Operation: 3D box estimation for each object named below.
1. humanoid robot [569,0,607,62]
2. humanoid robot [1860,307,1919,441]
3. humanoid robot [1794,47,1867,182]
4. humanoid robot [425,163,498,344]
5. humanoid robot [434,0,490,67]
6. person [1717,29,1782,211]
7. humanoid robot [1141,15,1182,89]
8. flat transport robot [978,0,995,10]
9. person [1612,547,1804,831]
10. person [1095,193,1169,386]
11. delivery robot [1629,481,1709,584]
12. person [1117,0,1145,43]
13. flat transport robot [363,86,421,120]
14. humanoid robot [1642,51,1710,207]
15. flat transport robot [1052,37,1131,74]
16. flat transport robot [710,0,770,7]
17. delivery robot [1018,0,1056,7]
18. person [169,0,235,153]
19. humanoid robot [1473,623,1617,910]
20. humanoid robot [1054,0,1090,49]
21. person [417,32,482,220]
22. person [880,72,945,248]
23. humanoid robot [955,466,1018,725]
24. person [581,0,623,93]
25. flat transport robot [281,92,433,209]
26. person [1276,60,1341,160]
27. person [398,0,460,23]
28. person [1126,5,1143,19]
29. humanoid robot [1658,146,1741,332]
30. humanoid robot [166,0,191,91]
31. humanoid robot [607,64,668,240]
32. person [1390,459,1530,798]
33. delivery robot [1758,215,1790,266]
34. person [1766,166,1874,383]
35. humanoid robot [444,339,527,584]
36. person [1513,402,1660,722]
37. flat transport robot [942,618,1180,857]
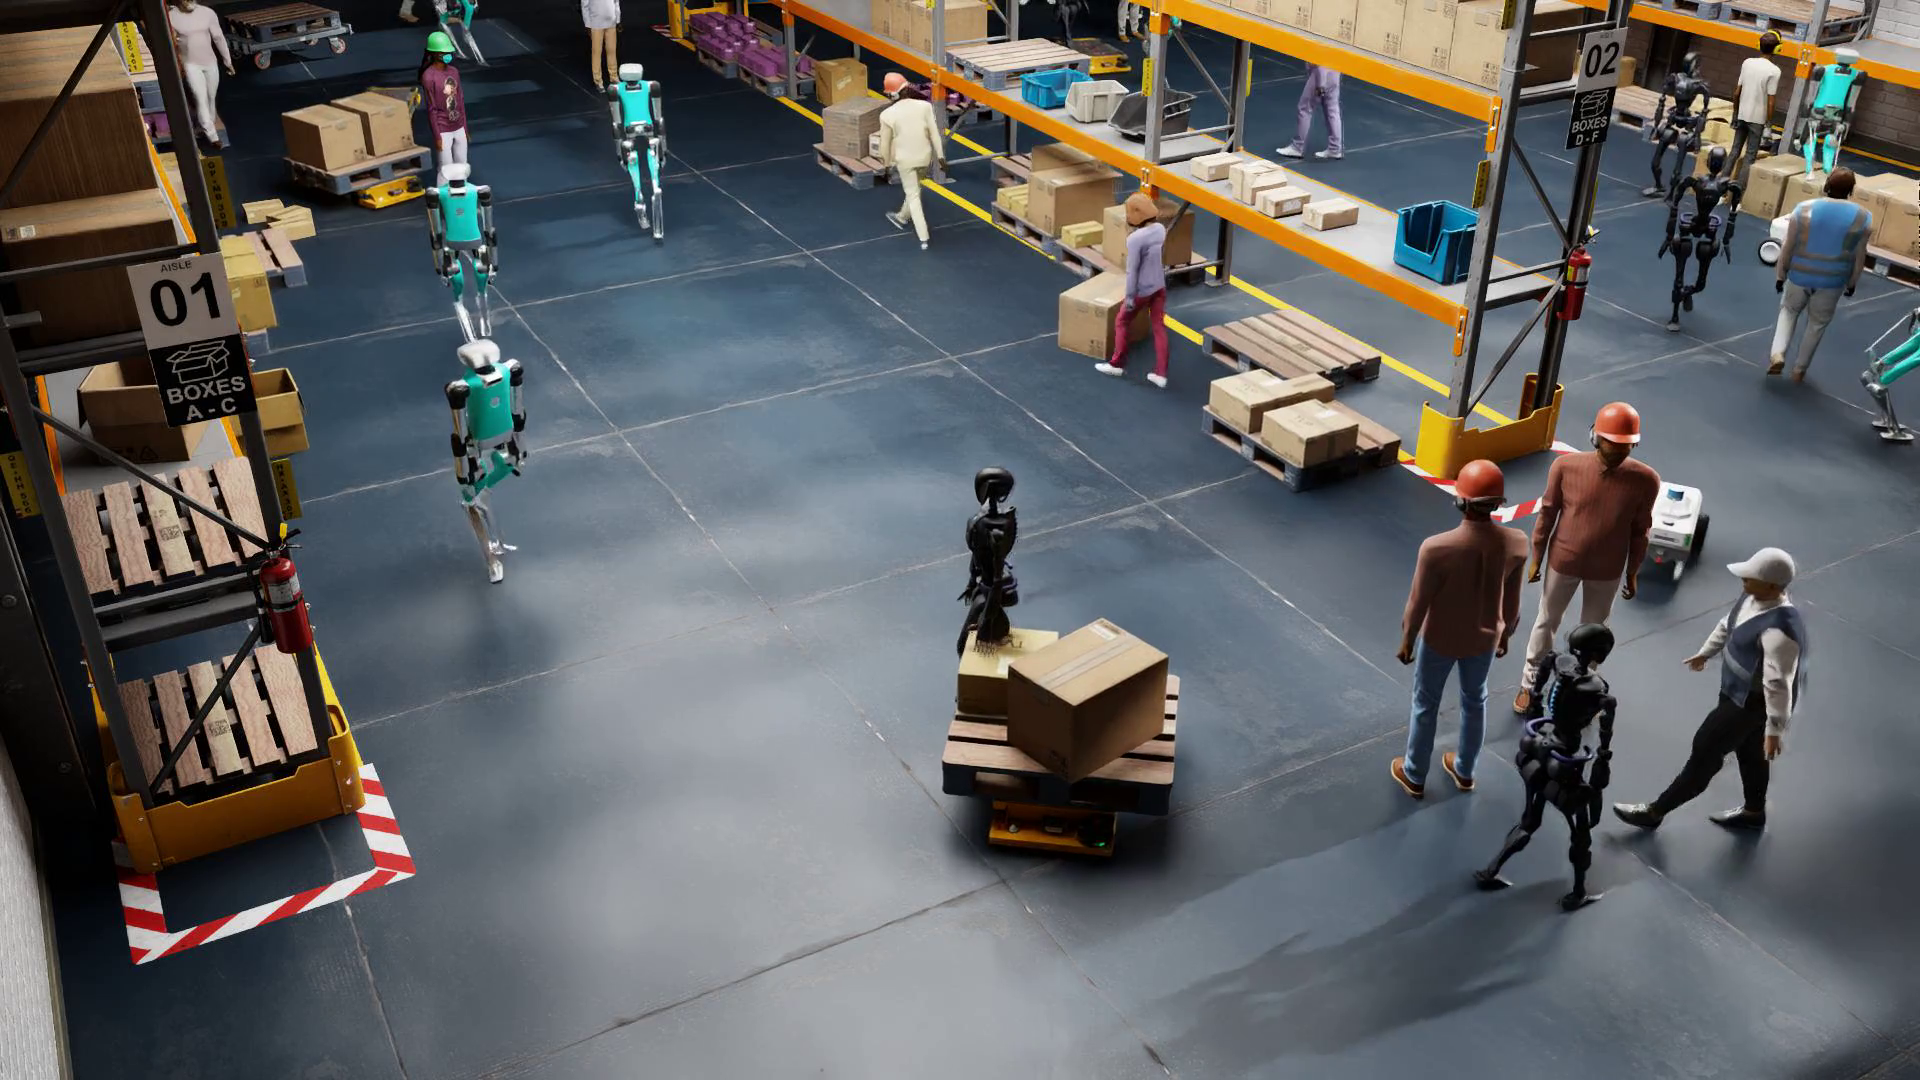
[{"bbox_3d":[-5.136,-7.444,22.970,0.589,1.672,0.367,11,32,18],"label":"humanoid robot"},{"bbox_3d":[7.216,-1.581,12.629,0.675,1.738,0.533,4,30,6],"label":"humanoid robot"},{"bbox_3d":[8.902,-4.070,17.043,0.557,1.781,0.826,4,30,8],"label":"humanoid robot"},{"bbox_3d":[-4.184,-2.382,14.161,0.551,1.851,0.847,-7,31,-13],"label":"humanoid robot"},{"bbox_3d":[-6.921,-7.375,22.806,0.828,1.777,0.530,22,37,33],"label":"humanoid robot"},{"bbox_3d":[8.331,-4.405,17.467,0.321,1.876,0.528,-12,32,-20],"label":"person"},{"bbox_3d":[2.621,-6.794,21.792,0.741,1.817,0.553,12,32,20],"label":"humanoid robot"},{"bbox_3d":[-0.196,-8.494,26.196,1.431,0.231,0.659,-3,30,-6],"label":"flat transport robot"},{"bbox_3d":[3.927,0.801,8.560,0.889,1.719,0.795,6,30,10],"label":"person"},{"bbox_3d":[1.461,-2.068,13.656,0.529,1.596,0.731,-26,39,-38],"label":"person"},{"bbox_3d":[4.816,-0.103,11.308,0.499,0.601,0.775,14,33,23],"label":"delivery robot"},{"bbox_3d":[2.502,-8.190,24.034,0.581,1.898,0.344,-21,36,-32],"label":"person"},{"bbox_3d":[-7.179,-5.407,20.822,0.659,0.231,1.431,-5,30,-8],"label":"flat transport robot"},{"bbox_3d":[7.617,-4.362,17.599,0.447,1.645,0.630,-20,36,-31],"label":"humanoid robot"},{"bbox_3d":[1.806,-6.751,23.162,0.659,0.231,1.431,-9,31,-15],"label":"flat transport robot"},{"bbox_3d":[-3.262,-8.685,26.528,1.431,0.231,0.659,-8,31,-13],"label":"flat transport robot"},{"bbox_3d":[1.124,-8.794,26.450,0.807,0.613,0.499,-8,31,-14],"label":"delivery robot"},{"bbox_3d":[-8.838,-5.513,19.393,0.982,1.876,0.626,26,39,37],"label":"person"},{"bbox_3d":[2.938,1.080,8.159,0.586,1.645,0.604,-12,32,-19],"label":"humanoid robot"},{"bbox_3d":[1.537,-7.406,22.930,0.600,1.619,0.790,-24,37,-35],"label":"humanoid robot"},{"bbox_3d":[-5.274,-4.252,17.139,0.431,1.944,0.482,16,34,26],"label":"person"},{"bbox_3d":[-0.508,-3.826,16.643,0.613,1.682,0.881,-16,33,-25],"label":"person"},{"bbox_3d":[0.139,0.346,9.391,0.377,1.657,0.600,-4,30,-7],"label":"humanoid robot"},{"bbox_3d":[-4.651,-6.752,21.672,0.558,1.751,0.324,-25,38,-36],"label":"person"},{"bbox_3d":[-6.556,-3.922,18.237,1.431,0.231,0.659,22,36,33],"label":"flat transport robot"},{"bbox_3d":[4.083,-5.299,19.041,0.823,1.866,0.661,14,33,23],"label":"person"},{"bbox_3d":[-8.126,-8.687,25.005,0.946,1.800,0.627,-4,30,-8],"label":"person"},{"bbox_3d":[2.695,-8.893,25.307,0.341,1.846,0.509,5,30,9],"label":"person"},{"bbox_3d":[6.529,-2.707,14.720,0.601,1.635,0.648,8,31,14],"label":"humanoid robot"},{"bbox_3d":[-10.078,-6.625,21.536,0.568,1.634,0.594,5,30,9],"label":"humanoid robot"},{"bbox_3d":[-3.169,-3.797,16.619,0.540,1.788,1.071,-7,31,-11],"label":"humanoid robot"},{"bbox_3d":[2.639,0.488,8.842,0.632,1.985,0.412,-4,30,-7],"label":"person"},{"bbox_3d":[8.242,-2.895,16.175,0.499,0.607,0.808,-20,36,-31],"label":"delivery robot"},{"bbox_3d":[6.988,-2.133,13.563,0.620,1.823,0.456,17,34,27],"label":"person"},{"bbox_3d":[-3.187,-0.547,10.903,0.866,1.782,0.570,24,37,35],"label":"humanoid robot"},{"bbox_3d":[3.554,0.128,9.454,0.621,1.996,0.372,9,31,15],"label":"person"},{"bbox_3d":[0.585,1.218,9.290,0.659,0.231,1.431,5,30,8],"label":"flat transport robot"}]
